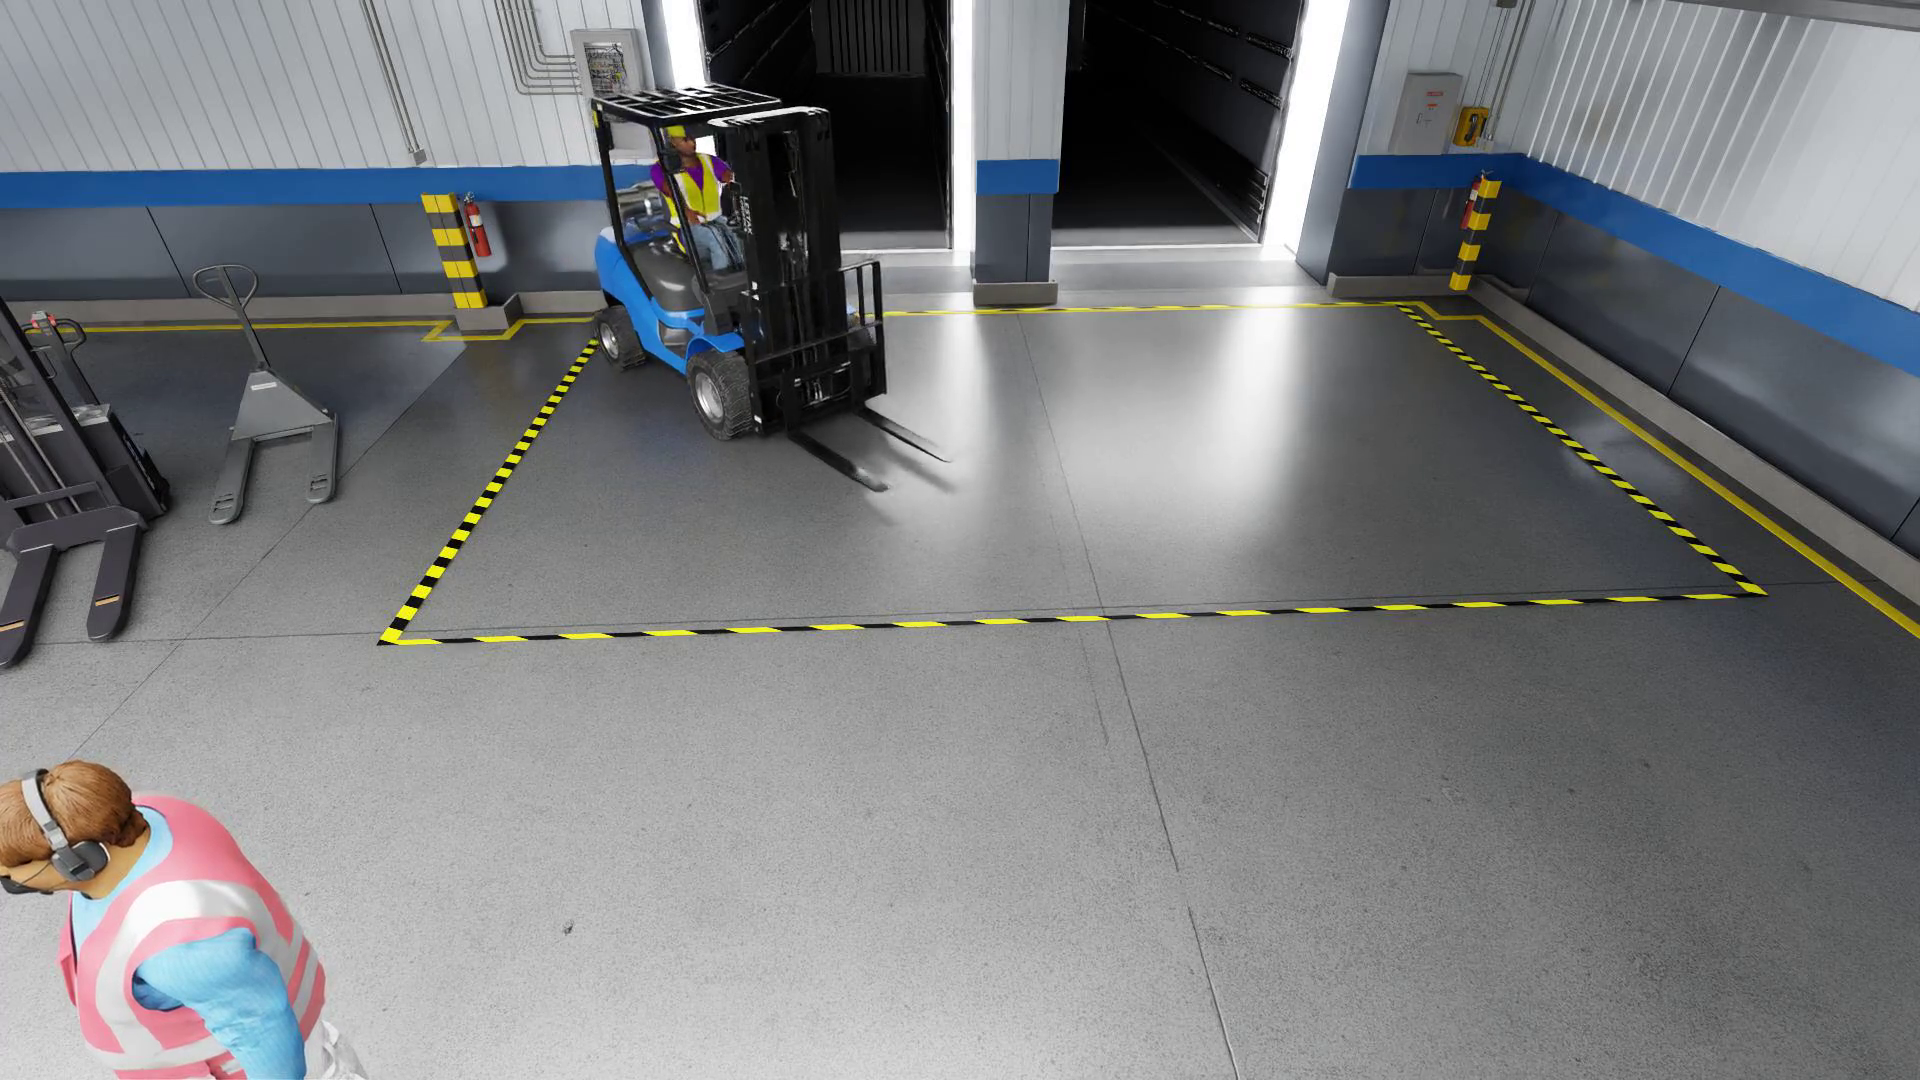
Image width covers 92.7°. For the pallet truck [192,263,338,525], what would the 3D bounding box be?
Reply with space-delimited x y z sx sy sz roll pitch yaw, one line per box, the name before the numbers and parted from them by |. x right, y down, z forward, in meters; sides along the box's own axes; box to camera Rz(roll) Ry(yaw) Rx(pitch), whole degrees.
pallet truck | -4.778 -1.027 6.128 0.680 1.201 1.601 -17 38 -23

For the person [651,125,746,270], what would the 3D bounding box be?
person | -1.825 -2.412 6.817 0.635 1.293 1.004 -27 43 -33

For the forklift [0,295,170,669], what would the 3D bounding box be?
forklift | -5.212 -0.618 4.878 0.823 1.965 1.885 -20 39 -26

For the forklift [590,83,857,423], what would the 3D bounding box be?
forklift | -1.859 -2.287 6.965 1.157 2.036 2.680 -27 43 -33

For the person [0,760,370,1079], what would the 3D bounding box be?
person | -1.852 1.237 2.347 0.632 1.841 0.429 27 43 33
